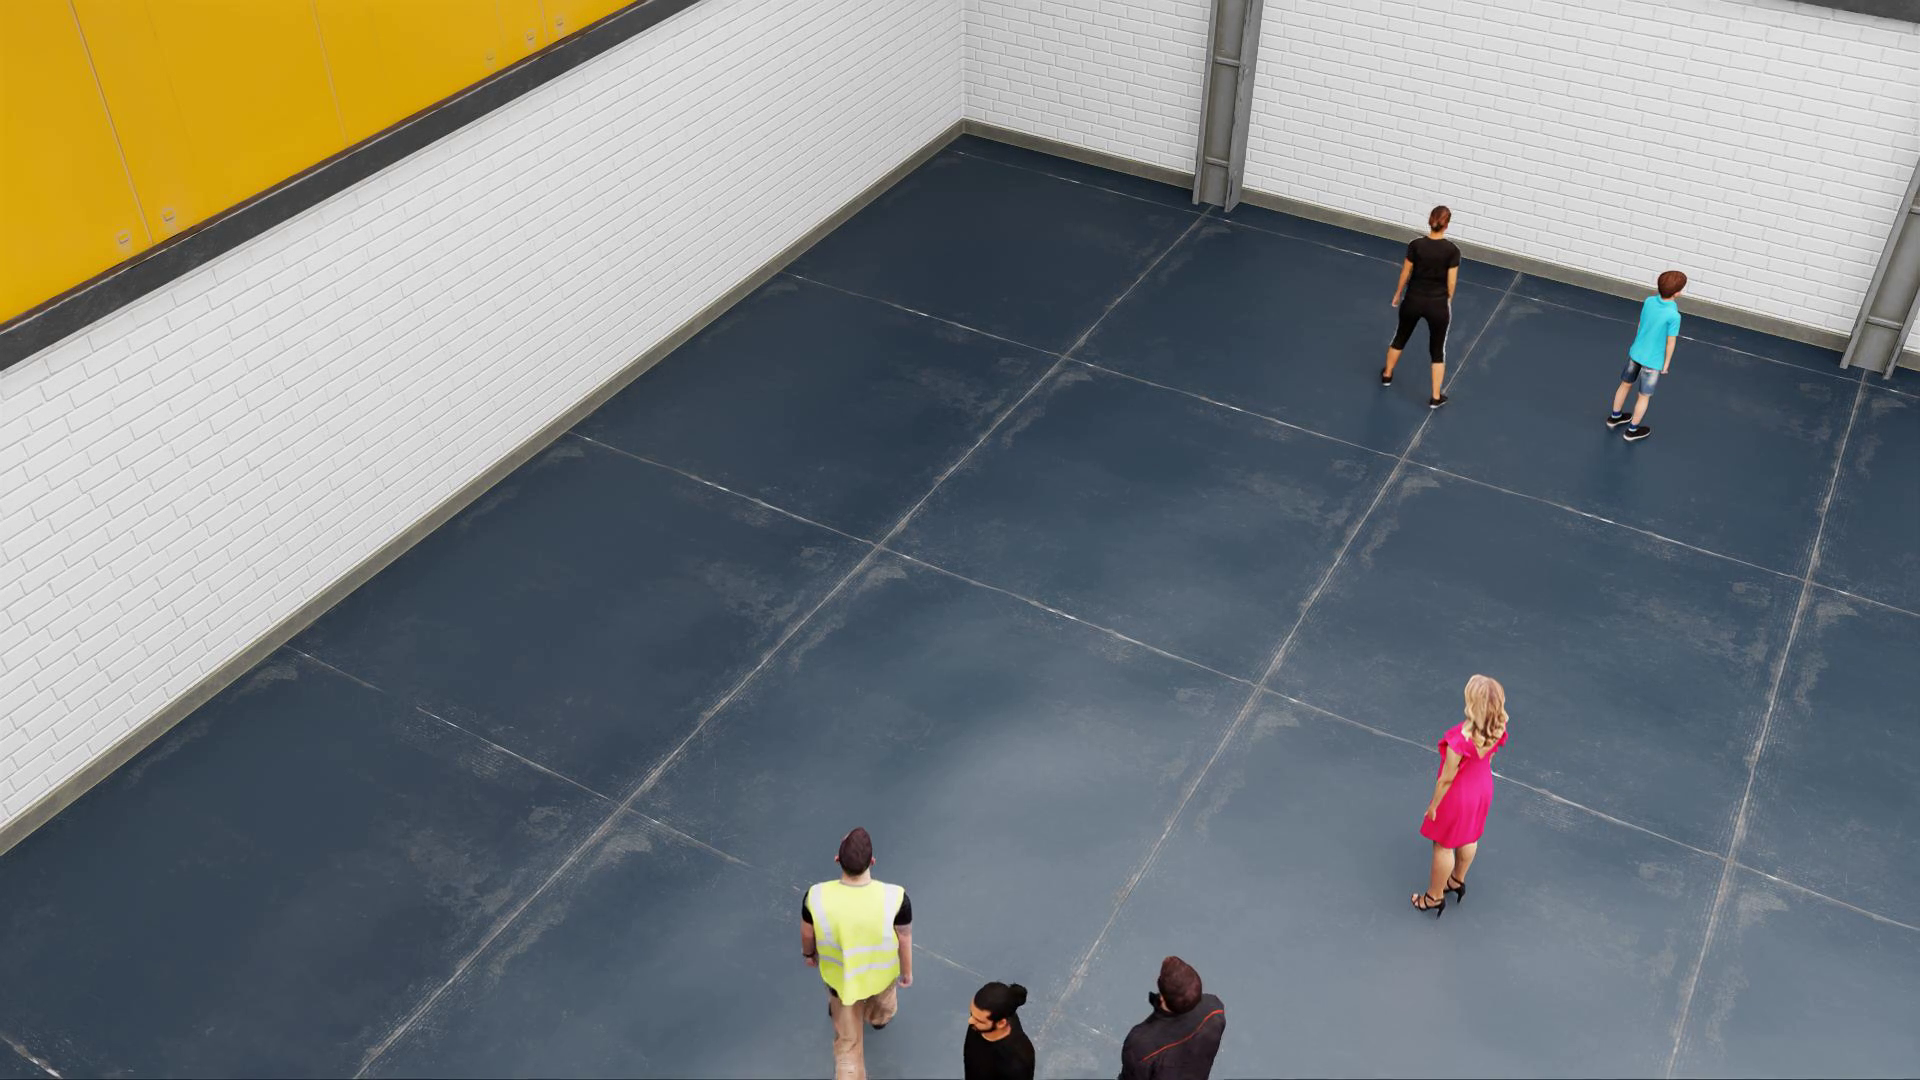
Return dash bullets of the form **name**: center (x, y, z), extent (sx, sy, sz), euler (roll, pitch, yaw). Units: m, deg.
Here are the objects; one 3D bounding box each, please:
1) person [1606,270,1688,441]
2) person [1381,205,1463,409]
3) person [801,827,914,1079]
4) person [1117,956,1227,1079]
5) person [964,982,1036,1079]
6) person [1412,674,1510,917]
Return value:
- **person**: center (5.380, -1.467, 13.006), extent (0.652, 1.448, 0.563), euler (-19, 42, -22)
- **person**: center (3.723, -1.911, 13.403), extent (0.586, 1.647, 0.828), euler (20, 43, 23)
- **person**: center (-0.498, 2.158, 8.181), extent (1.224, 1.805, 1.171), euler (-1, 39, -2)
- **person**: center (0.972, 2.592, 7.623), extent (0.967, 1.824, 1.064), euler (-19, 43, -23)
- **person**: center (0.239, 2.604, 7.676), extent (1.022, 1.740, 1.027), euler (-15, 41, -18)
- **person**: center (2.785, 1.415, 9.180), extent (0.657, 1.720, 0.679), euler (-21, 43, -24)
